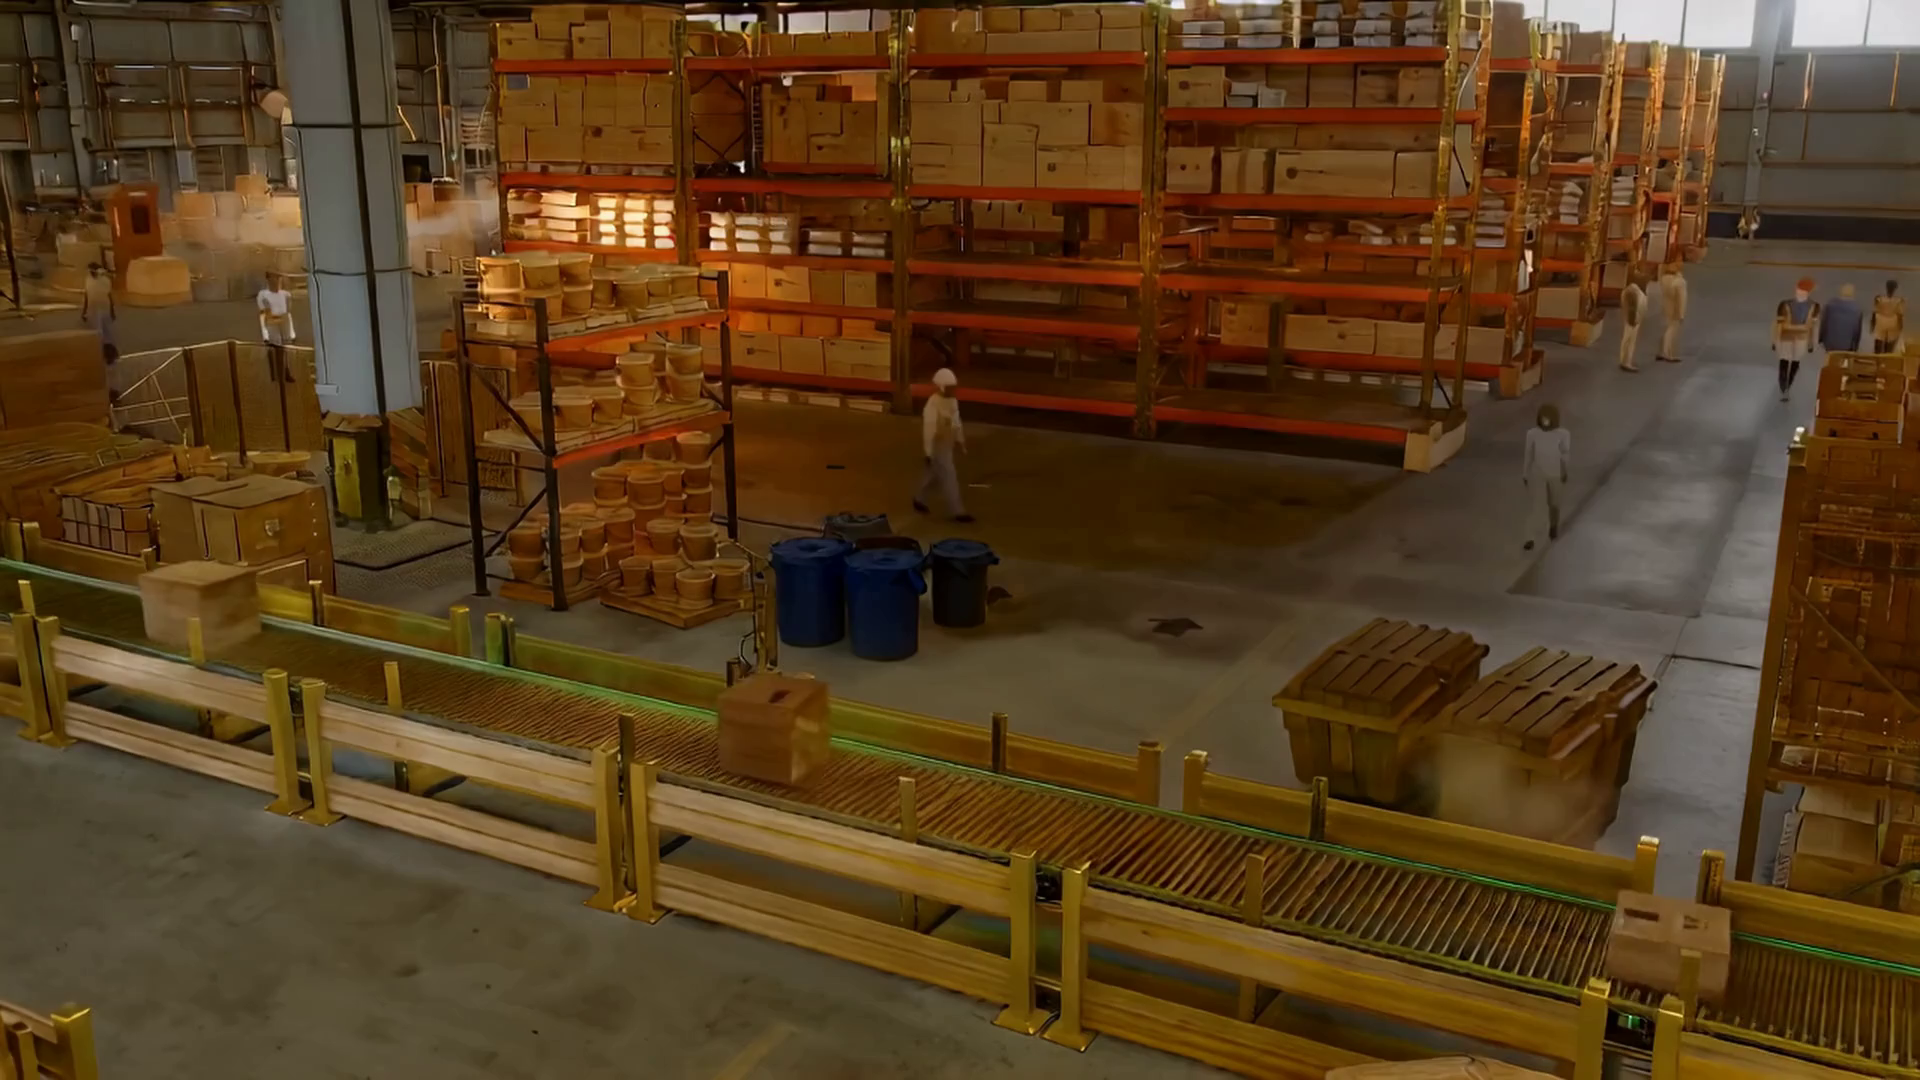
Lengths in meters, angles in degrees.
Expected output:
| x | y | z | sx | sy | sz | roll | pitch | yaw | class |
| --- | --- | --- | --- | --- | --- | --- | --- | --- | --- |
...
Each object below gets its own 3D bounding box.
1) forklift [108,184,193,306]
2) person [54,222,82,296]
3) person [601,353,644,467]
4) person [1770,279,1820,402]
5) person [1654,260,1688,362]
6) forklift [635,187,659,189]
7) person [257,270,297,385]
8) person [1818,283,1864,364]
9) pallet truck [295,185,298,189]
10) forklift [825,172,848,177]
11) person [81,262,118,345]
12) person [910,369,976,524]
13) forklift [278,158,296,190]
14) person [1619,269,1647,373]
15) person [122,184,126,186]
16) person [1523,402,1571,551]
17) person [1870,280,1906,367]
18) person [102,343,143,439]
| x | y | z | sx | sy | sz | roll | pitch | yaw | class |
| --- | --- | --- | --- | --- | --- | --- | --- | --- | --- |
| -19.488 | -7.072 | 39.686 | 1.873 | 2.768 | 1.129 | 8 | 17 | 28 | forklift |
| -22.095 | -6.934 | 41.120 | 0.782 | 1.864 | 0.580 | 7 | 16 | 24 | person |
| -4.292 | -1.628 | 21.552 | 0.787 | 1.670 | 0.540 | 4 | 16 | 16 | person |
| 13.510 | -3.213 | 26.896 | 0.640 | 1.985 | 0.996 | 4 | 16 | 16 | person |
| 13.314 | -4.274 | 31.052 | 0.400 | 1.901 | 0.643 | -6 | 16 | -21 | person |
| -11.434 | -12.668 | 60.724 | 1.129 | 2.768 | 1.873 | -1 | 15 | -3 | forklift |
| -11.725 | -3.651 | 28.576 | 0.362 | 1.963 | 0.614 | 13 | 20 | 40 | person |
| 14.527 | -3.306 | 27.480 | 0.644 | 1.859 | 0.979 | 8 | 17 | 28 | person |
| -26.804 | -14.617 | 69.738 | 1.885 | 1.965 | 0.823 | -14 | 20 | -42 | pallet truck |
| -4.620 | -13.133 | 62.470 | 1.129 | 2.768 | 1.873 | 8 | 17 | 28 | forklift |
| -16.264 | -4.314 | 31.325 | 0.524 | 1.828 | 0.914 | 3 | 15 | 9 | person |
| -0.232 | -1.114 | 19.379 | 0.901 | 1.800 | 0.590 | 7 | 16 | 25 | person |
| -22.529 | -11.525 | 56.427 | 1.873 | 2.768 | 1.129 | 8 | 17 | 28 | forklift |
| 12.108 | -3.946 | 29.924 | 0.429 | 1.844 | 0.627 | 4 | 15 | 16 | person |
| -28.818 | -11.338 | 57.531 | 0.374 | 1.935 | 0.552 | 2 | 15 | 6 | person |
| 6.435 | -0.729 | 18.263 | 0.499 | 1.609 | 0.738 | 8 | 17 | 27 | person |
| 16.703 | -3.860 | 29.958 | 0.536 | 1.655 | 0.852 | 10 | 18 | 33 | person |
| -11.190 | -1.799 | 22.199 | 0.834 | 1.666 | 0.528 | -5 | 16 | -19 | person |
